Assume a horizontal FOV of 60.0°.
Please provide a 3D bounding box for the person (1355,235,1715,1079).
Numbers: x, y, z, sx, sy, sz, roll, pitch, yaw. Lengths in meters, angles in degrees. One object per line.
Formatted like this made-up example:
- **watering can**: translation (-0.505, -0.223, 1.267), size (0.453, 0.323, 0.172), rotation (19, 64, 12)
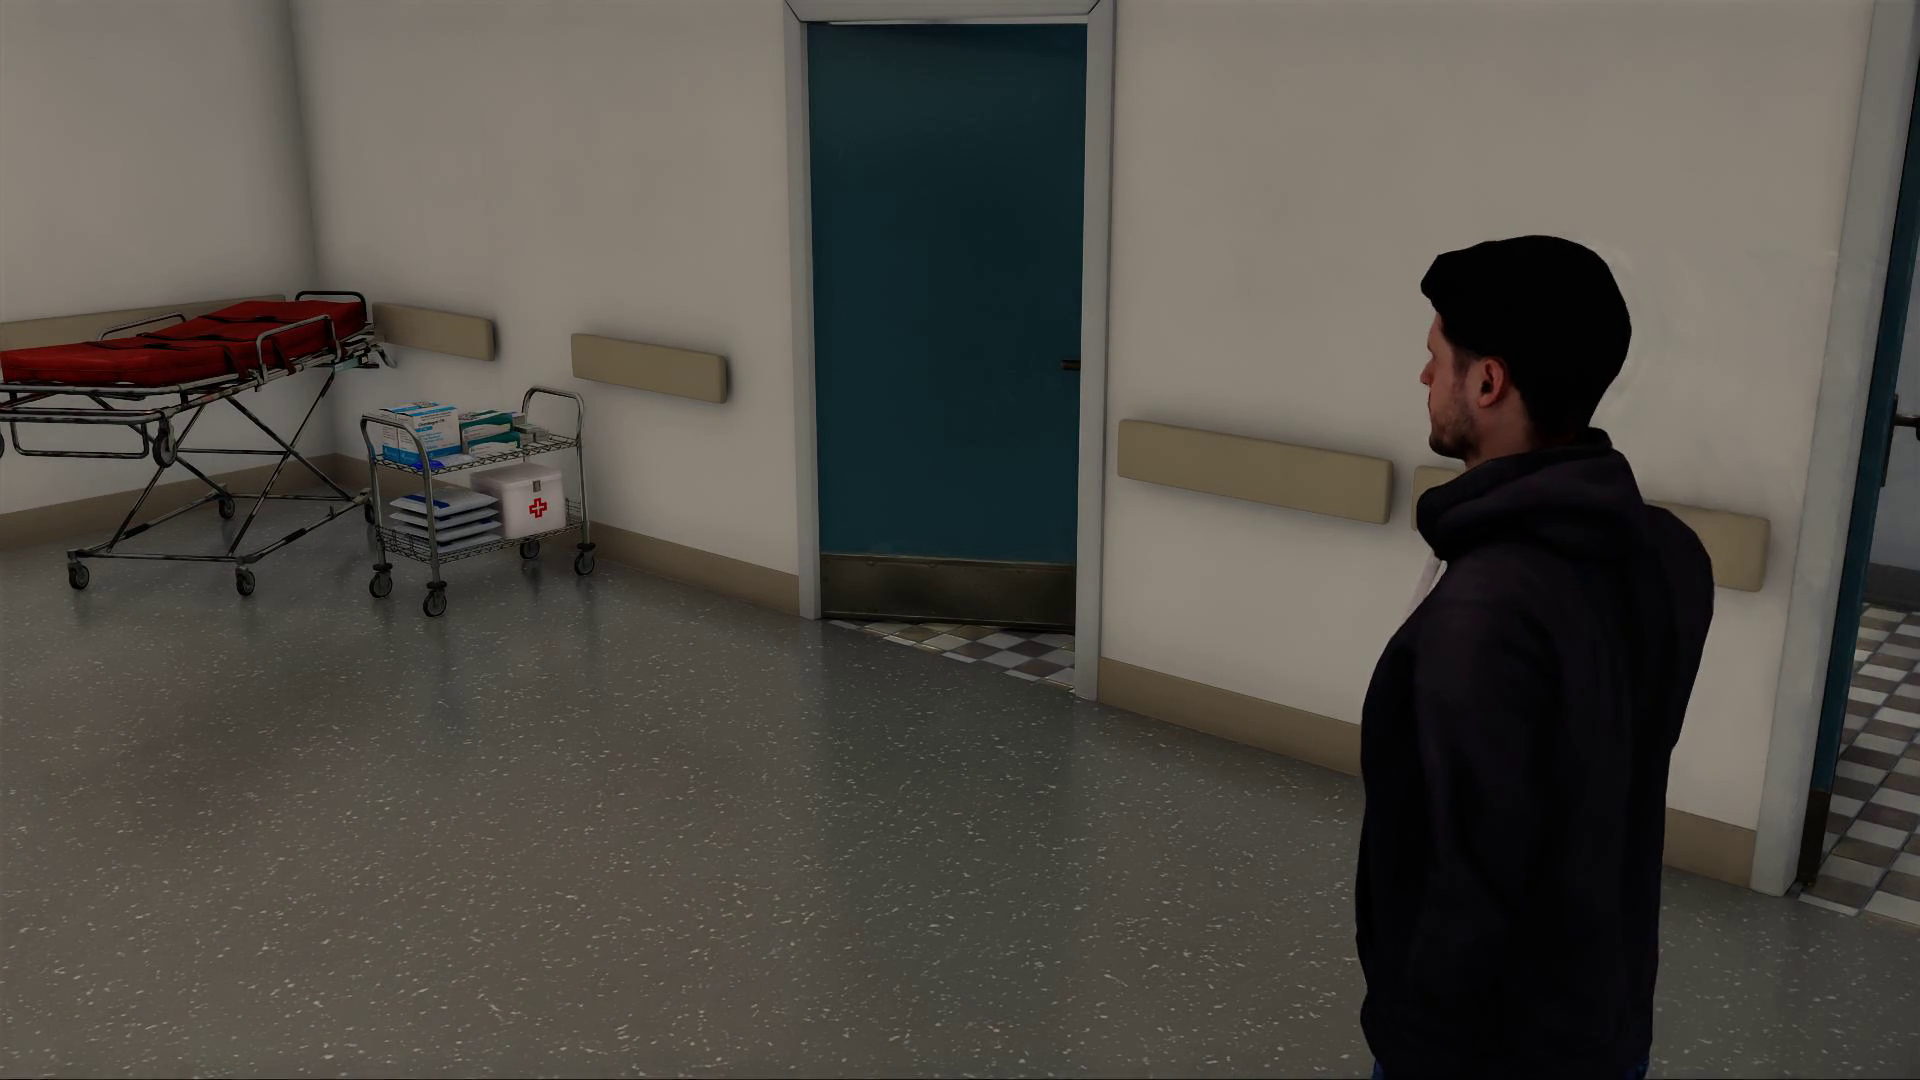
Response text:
- **person**: translation (0.659, 0.587, 1.989), size (0.569, 1.891, 0.682), rotation (14, 21, 41)
